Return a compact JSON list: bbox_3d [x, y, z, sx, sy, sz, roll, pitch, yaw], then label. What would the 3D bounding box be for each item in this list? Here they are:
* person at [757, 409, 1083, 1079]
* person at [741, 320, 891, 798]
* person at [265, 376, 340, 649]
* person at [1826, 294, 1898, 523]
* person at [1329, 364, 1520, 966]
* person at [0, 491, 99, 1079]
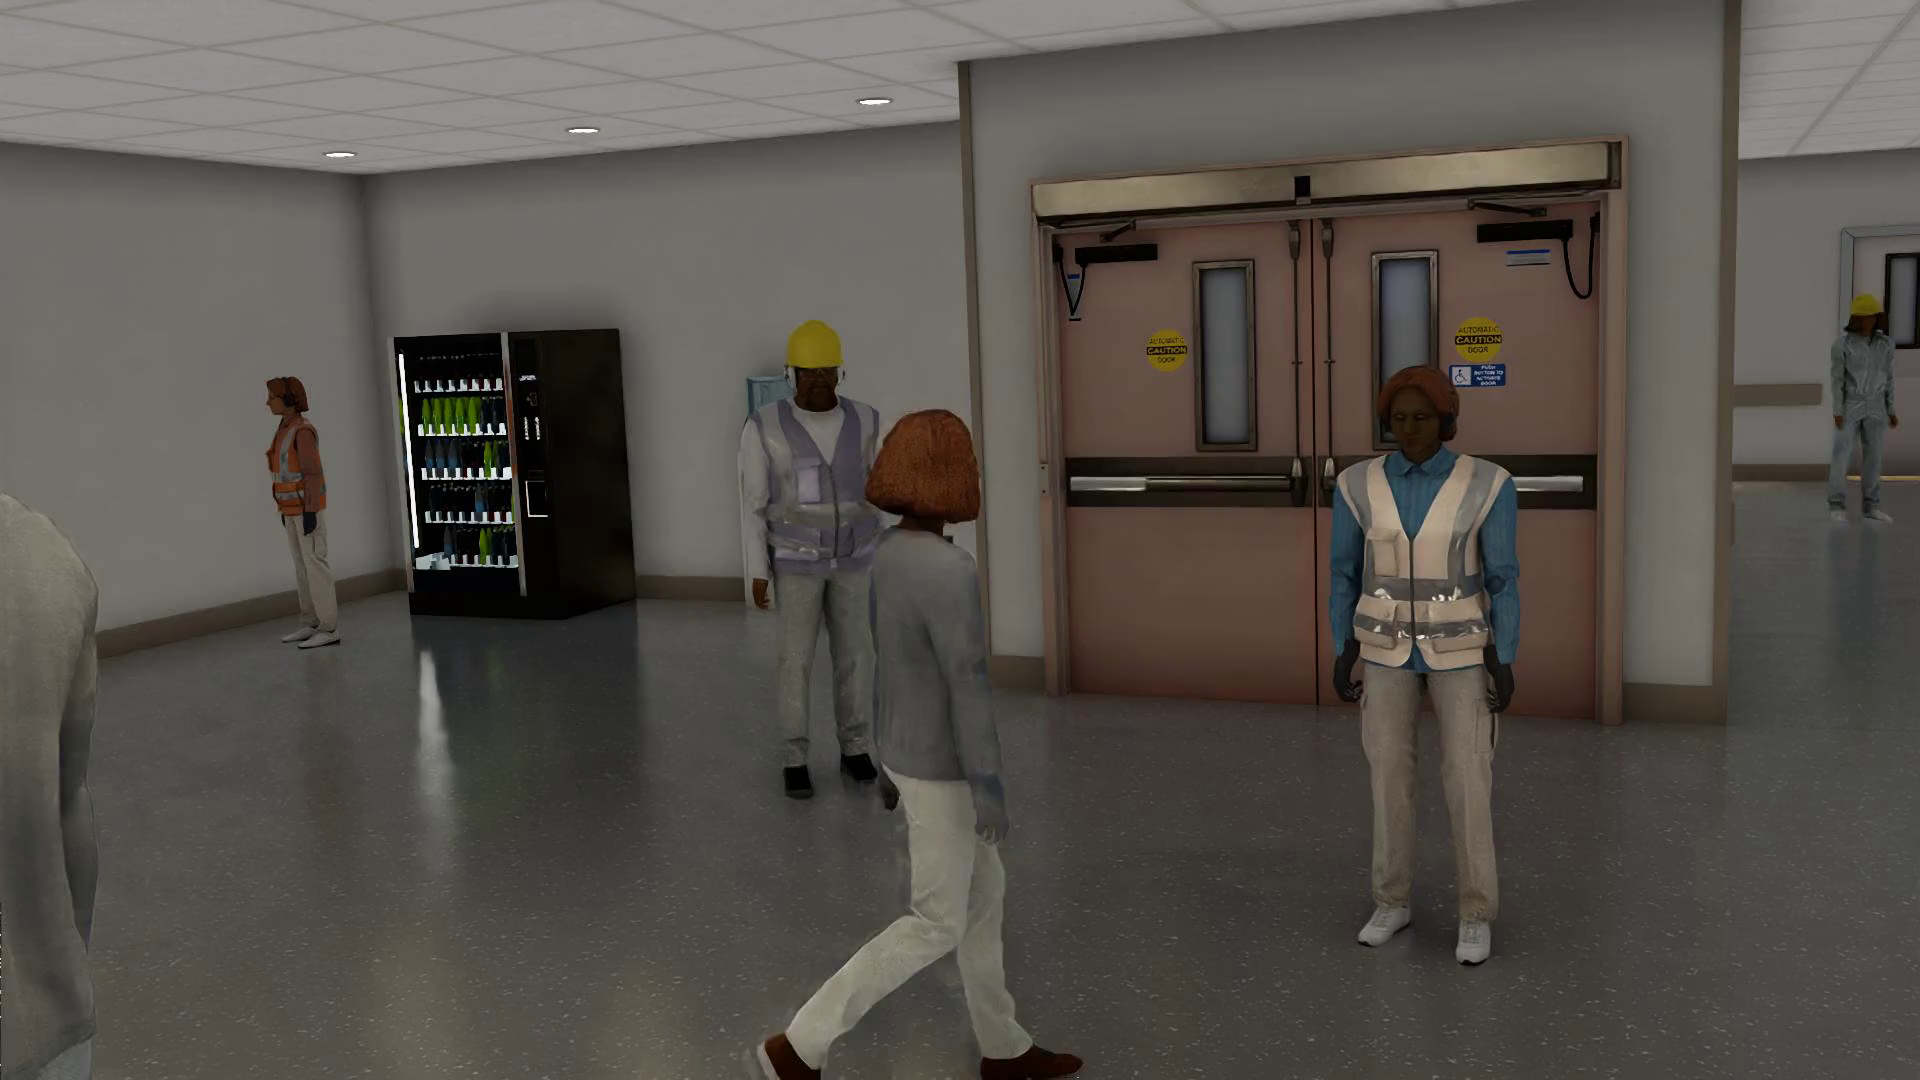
[{"bbox_3d":[-0.105,0.512,3.720,0.736,1.611,0.506,-4,8,-16],"label":"person"},{"bbox_3d":[-0.532,0.069,6.433,0.600,1.829,0.404,-5,8,-22],"label":"person"},{"bbox_3d":[-3.978,-0.168,10.034,0.311,1.639,0.521,-8,9,-37],"label":"person"},{"bbox_3d":[6.890,-0.990,12.667,0.532,1.734,0.319,-3,7,-2],"label":"person"},{"bbox_3d":[1.277,0.333,4.587,0.520,1.630,0.320,2,8,29],"label":"person"},{"bbox_3d":[-1.186,0.632,1.873,0.373,1.940,0.627,-2,7,3],"label":"person"}]
